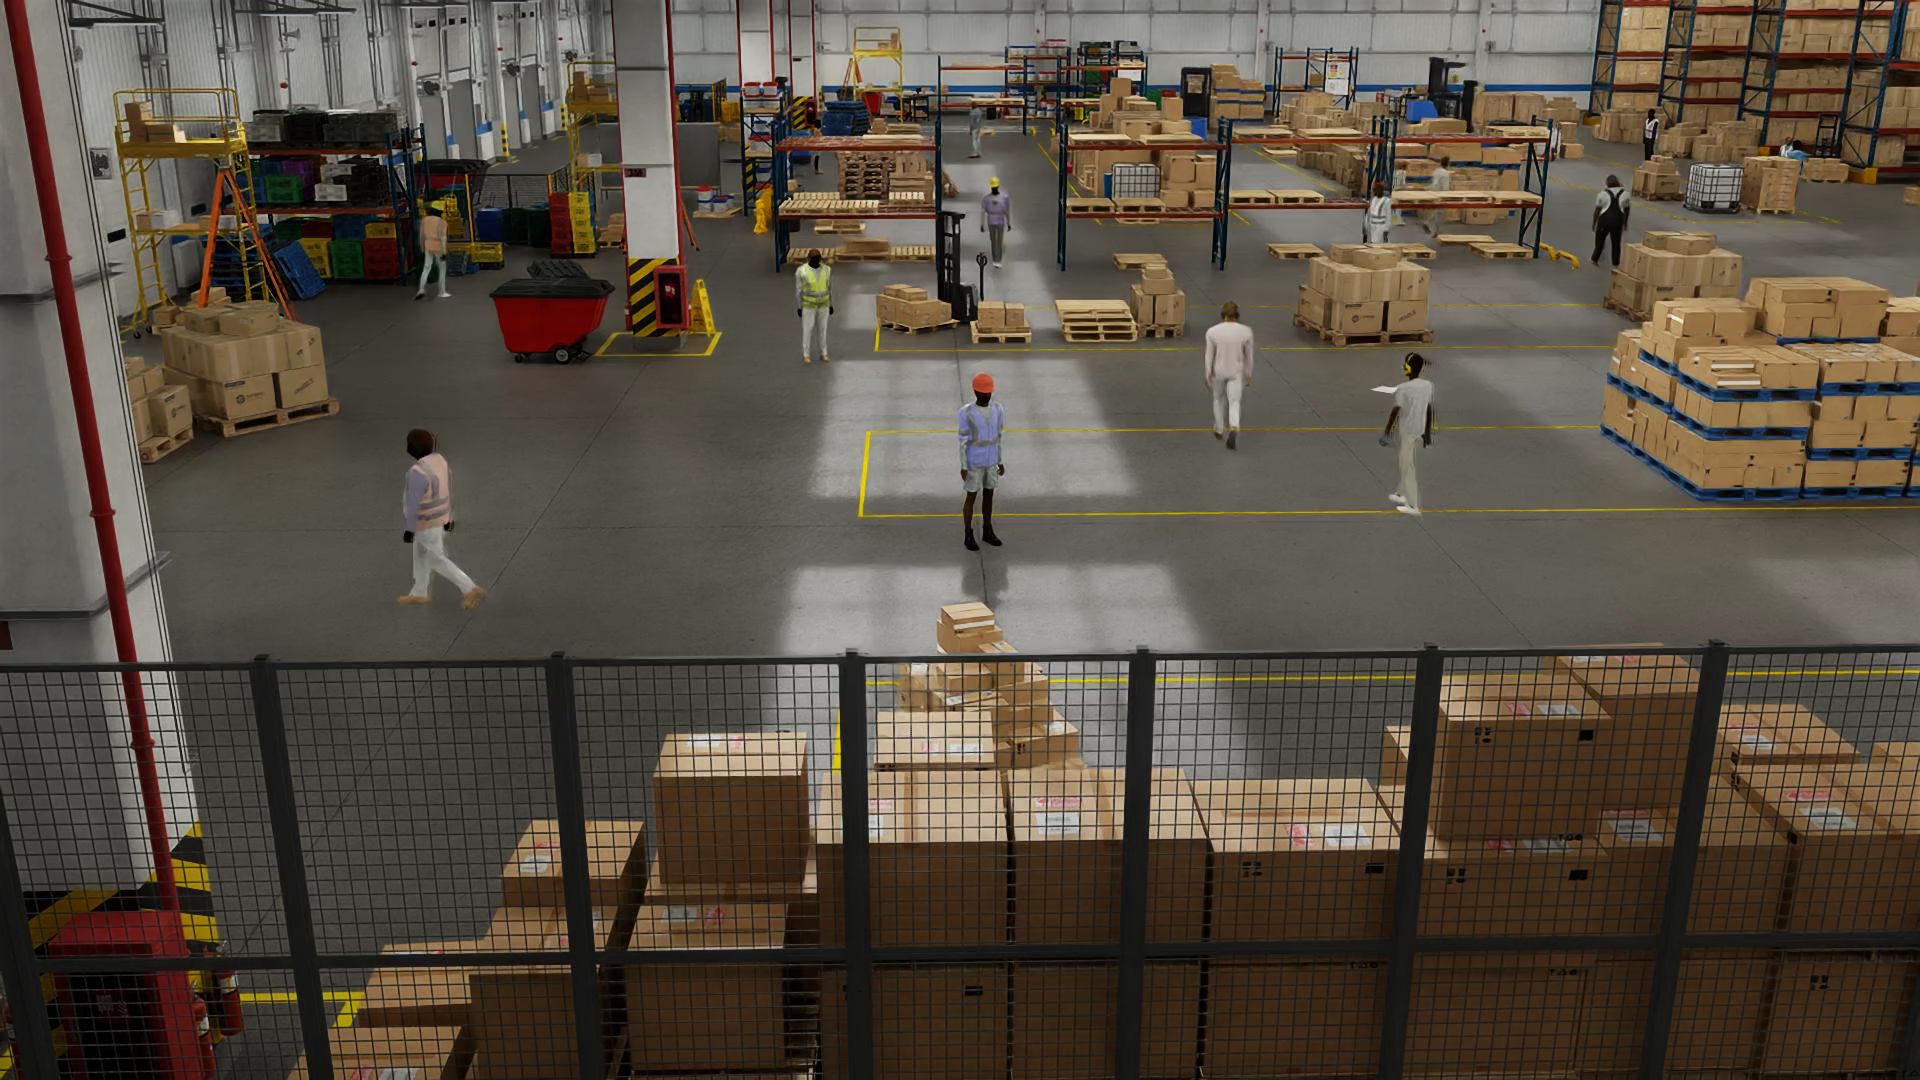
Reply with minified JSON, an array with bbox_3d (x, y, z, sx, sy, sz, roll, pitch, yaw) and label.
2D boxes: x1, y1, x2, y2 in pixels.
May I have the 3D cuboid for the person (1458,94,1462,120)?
[{"bbox_3d":[18.511,-15.518,61.363,0.551,1.932,0.378,-10,21,-28],"label":"person"}]

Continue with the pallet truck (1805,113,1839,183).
[{"bbox_3d":[26.403,-11.957,50.702,0.823,1.965,1.885,6,19,16],"label":"pallet truck"}]

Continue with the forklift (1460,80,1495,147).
[{"bbox_3d":[16.146,-13.225,53.105,1.873,2.768,1.129,4,19,13],"label":"forklift"}]

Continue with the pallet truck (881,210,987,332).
[{"bbox_3d":[-0.493,-4.759,29.349,1.885,1.965,0.823,-13,23,-34],"label":"pallet truck"}]

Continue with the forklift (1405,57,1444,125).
[{"bbox_3d":[19.573,-18.503,68.761,1.873,2.768,1.129,0,19,-1],"label":"forklift"}]

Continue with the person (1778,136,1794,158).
[{"bbox_3d":[23.578,-10.692,47.497,0.309,1.645,0.514,-14,23,-36],"label":"person"}]

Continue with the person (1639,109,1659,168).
[{"bbox_3d":[22.416,-13.024,54.006,0.393,1.912,0.588,-3,19,-8],"label":"person"}]

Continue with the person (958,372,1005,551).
[{"bbox_3d":[0.243,-0.851,17.848,0.549,1.937,0.358,-11,22,-30],"label":"person"}]

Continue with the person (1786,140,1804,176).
[{"bbox_3d":[23.024,-10.249,46.156,0.538,1.663,0.812,-7,20,-20],"label":"person"}]

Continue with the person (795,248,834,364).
[{"bbox_3d":[-2.309,-3.737,26.562,0.634,1.839,0.429,-8,20,-23],"label":"person"}]

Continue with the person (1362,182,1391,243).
[{"bbox_3d":[8.739,-6.570,34.931,0.524,1.868,0.587,-8,20,-21],"label":"person"}]

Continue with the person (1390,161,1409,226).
[{"bbox_3d":[10.919,-8.627,41.429,0.770,1.599,0.534,11,22,30],"label":"person"}]

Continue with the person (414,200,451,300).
[{"bbox_3d":[-10.117,-5.551,31.886,0.634,1.888,0.782,5,19,14],"label":"person"}]

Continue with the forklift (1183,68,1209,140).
[{"bbox_3d":[8.563,-15.807,60.765,1.129,2.768,1.873,4,19,13],"label":"forklift"}]

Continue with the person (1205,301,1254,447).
[{"bbox_3d":[3.525,-2.178,21.832,0.639,1.912,0.870,1,19,3],"label":"person"}]

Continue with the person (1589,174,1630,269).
[{"bbox_3d":[13.805,-6.793,35.316,0.757,2.000,1.041,1,19,4],"label":"person"}]

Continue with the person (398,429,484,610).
[{"bbox_3d":[-5.092,-0.191,16.093,0.862,1.811,0.627,0,19,0],"label":"person"}]

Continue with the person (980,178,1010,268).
[{"bbox_3d":[0.737,-6.730,35.354,0.612,1.885,0.908,3,19,10],"label":"person"}]

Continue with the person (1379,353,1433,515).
[{"bbox_3d":[5.100,-1.233,19.142,0.542,1.842,0.760,-12,22,-32],"label":"person"}]

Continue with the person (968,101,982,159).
[{"bbox_3d":[0.522,-14.098,57.168,0.374,1.933,0.621,11,22,30],"label":"person"}]

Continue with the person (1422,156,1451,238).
[{"bbox_3d":[11.391,-8.141,39.501,0.481,1.927,0.640,-1,19,-3],"label":"person"}]

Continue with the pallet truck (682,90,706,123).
[{"bbox_3d":[-9.671,-15.907,62.421,0.823,1.965,1.885,5,19,15],"label":"pallet truck"}]

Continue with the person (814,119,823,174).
[{"bbox_3d":[-4.489,-12.417,52.533,0.318,1.696,0.558,-2,19,-7],"label":"person"}]

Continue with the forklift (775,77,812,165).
[{"bbox_3d":[-5.919,-13.893,55.087,1.873,2.768,1.129,-1,19,-1],"label":"forklift"}]
